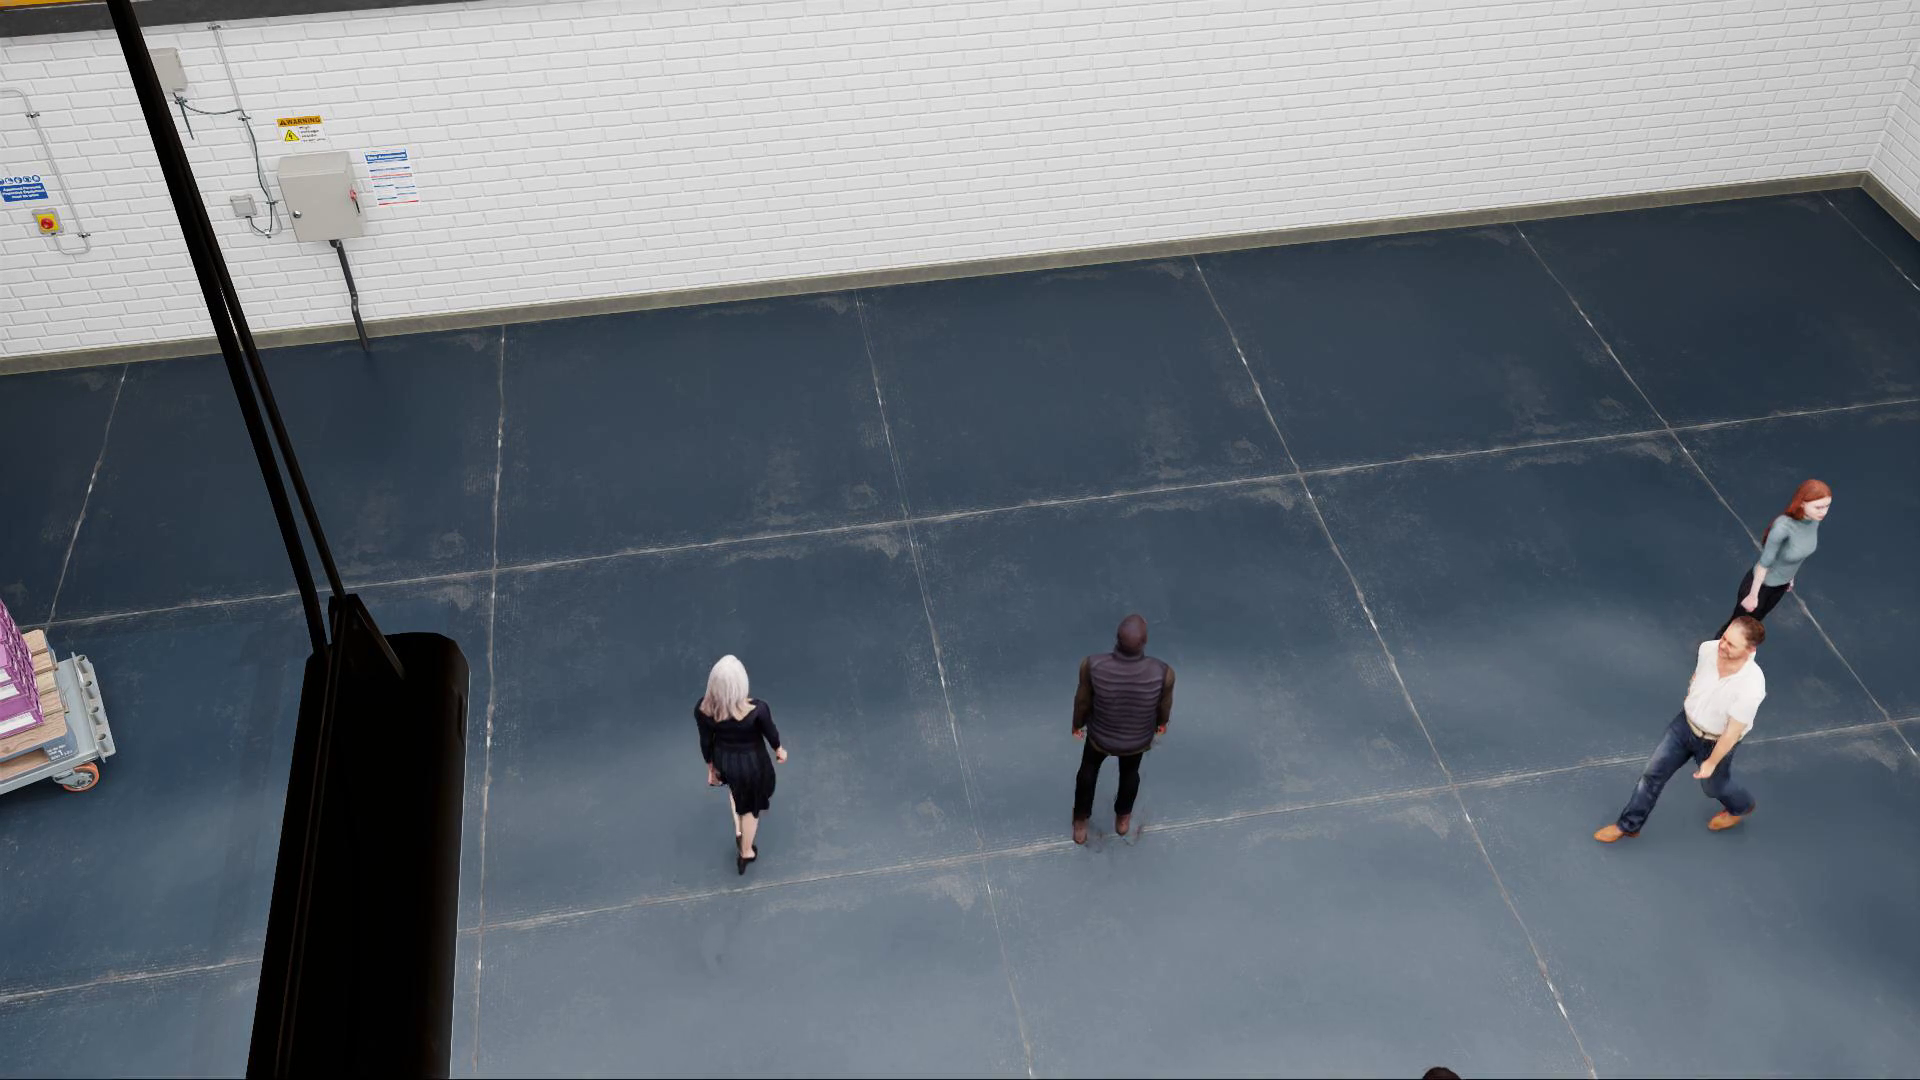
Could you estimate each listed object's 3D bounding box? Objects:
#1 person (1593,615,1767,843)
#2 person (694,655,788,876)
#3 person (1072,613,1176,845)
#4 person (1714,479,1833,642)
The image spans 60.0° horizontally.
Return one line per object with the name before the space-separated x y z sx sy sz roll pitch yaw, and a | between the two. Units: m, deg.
person | 4.371 1.115 9.520 0.806 1.820 1.179 -11 45 -11
person | -1.240 1.330 9.357 0.727 1.735 0.778 7 44 7
person | 0.926 1.112 9.514 0.789 1.834 0.760 1 44 1
person | 5.079 0.280 10.455 0.651 1.740 0.630 -22 48 -21
